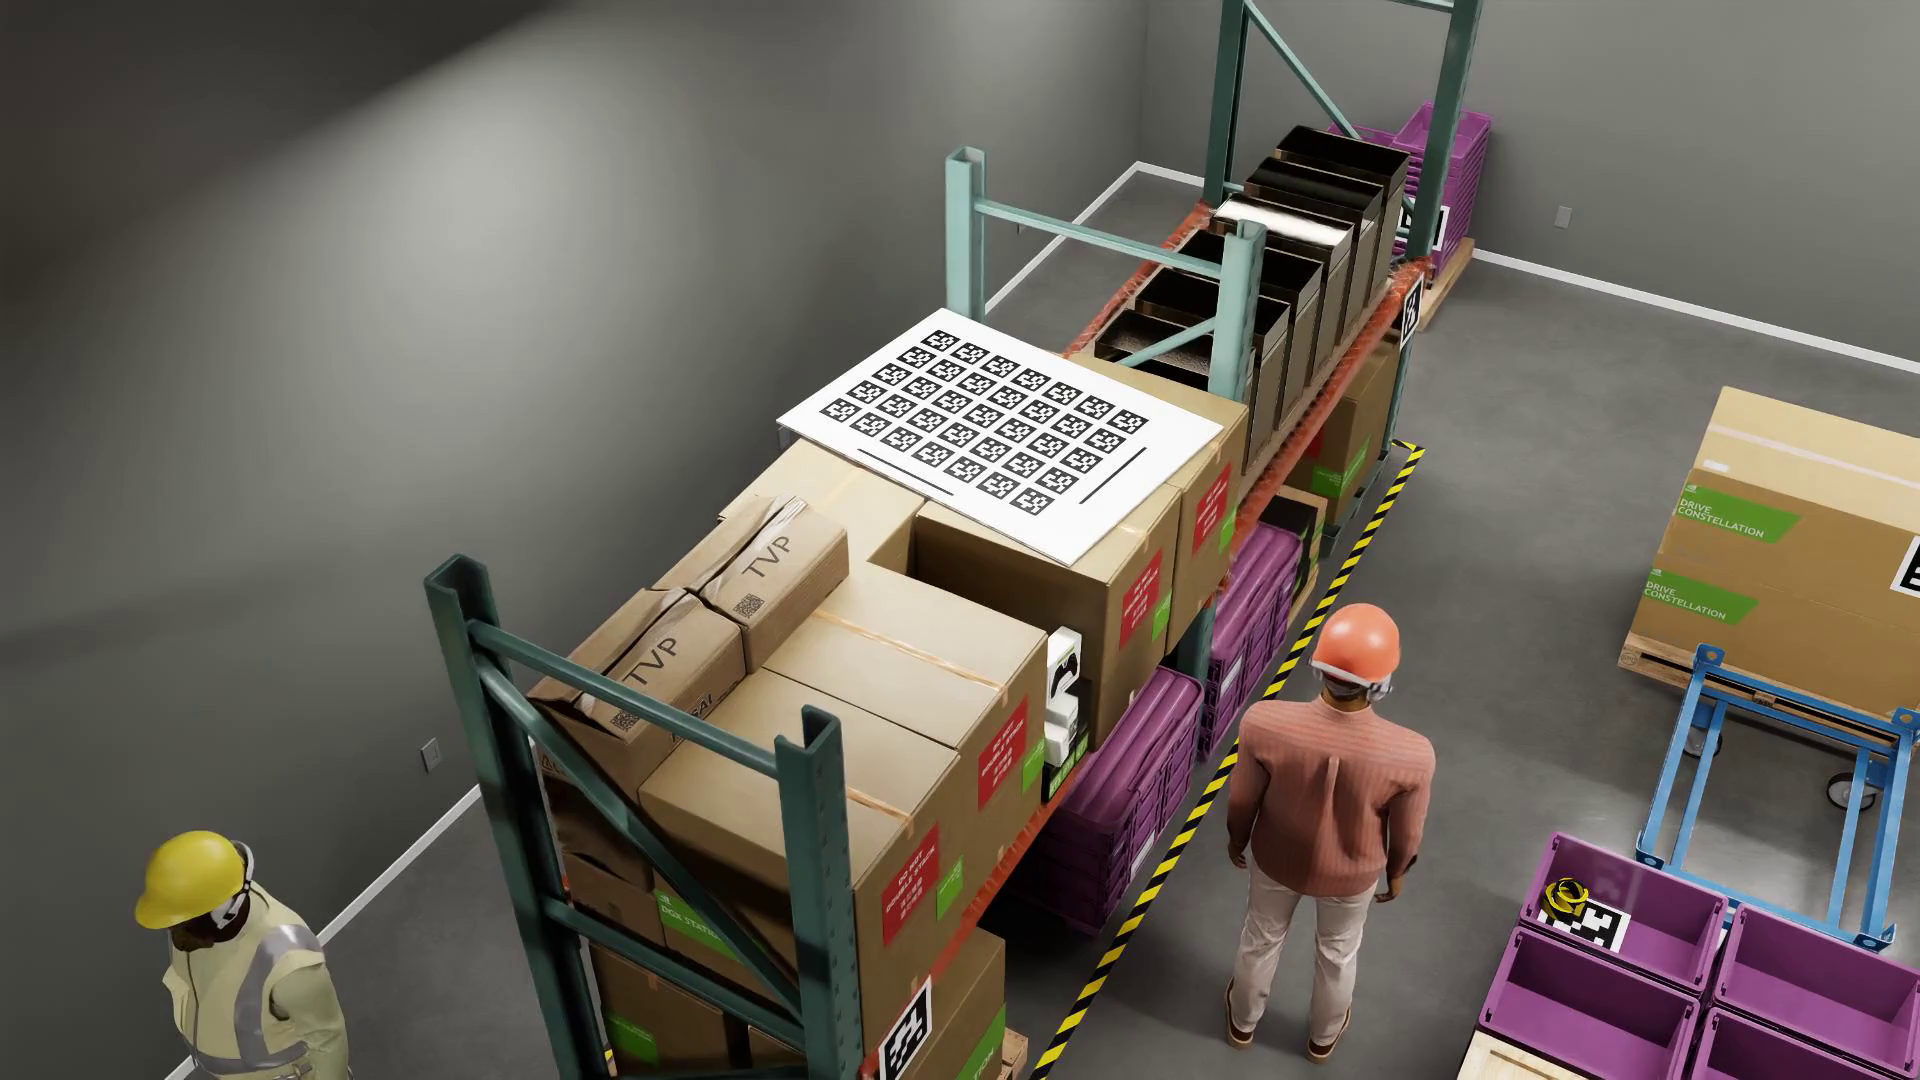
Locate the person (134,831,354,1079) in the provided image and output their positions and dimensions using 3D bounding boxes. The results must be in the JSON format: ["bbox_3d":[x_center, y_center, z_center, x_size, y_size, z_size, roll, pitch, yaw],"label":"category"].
[{"bbox_3d":[-2.023,1.491,4.902,0.590,1.833,0.403,24,45,26],"label":"person"}]

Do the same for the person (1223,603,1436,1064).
[{"bbox_3d":[1.154,0.996,5.373,0.611,1.987,0.383,10,41,12],"label":"person"}]
